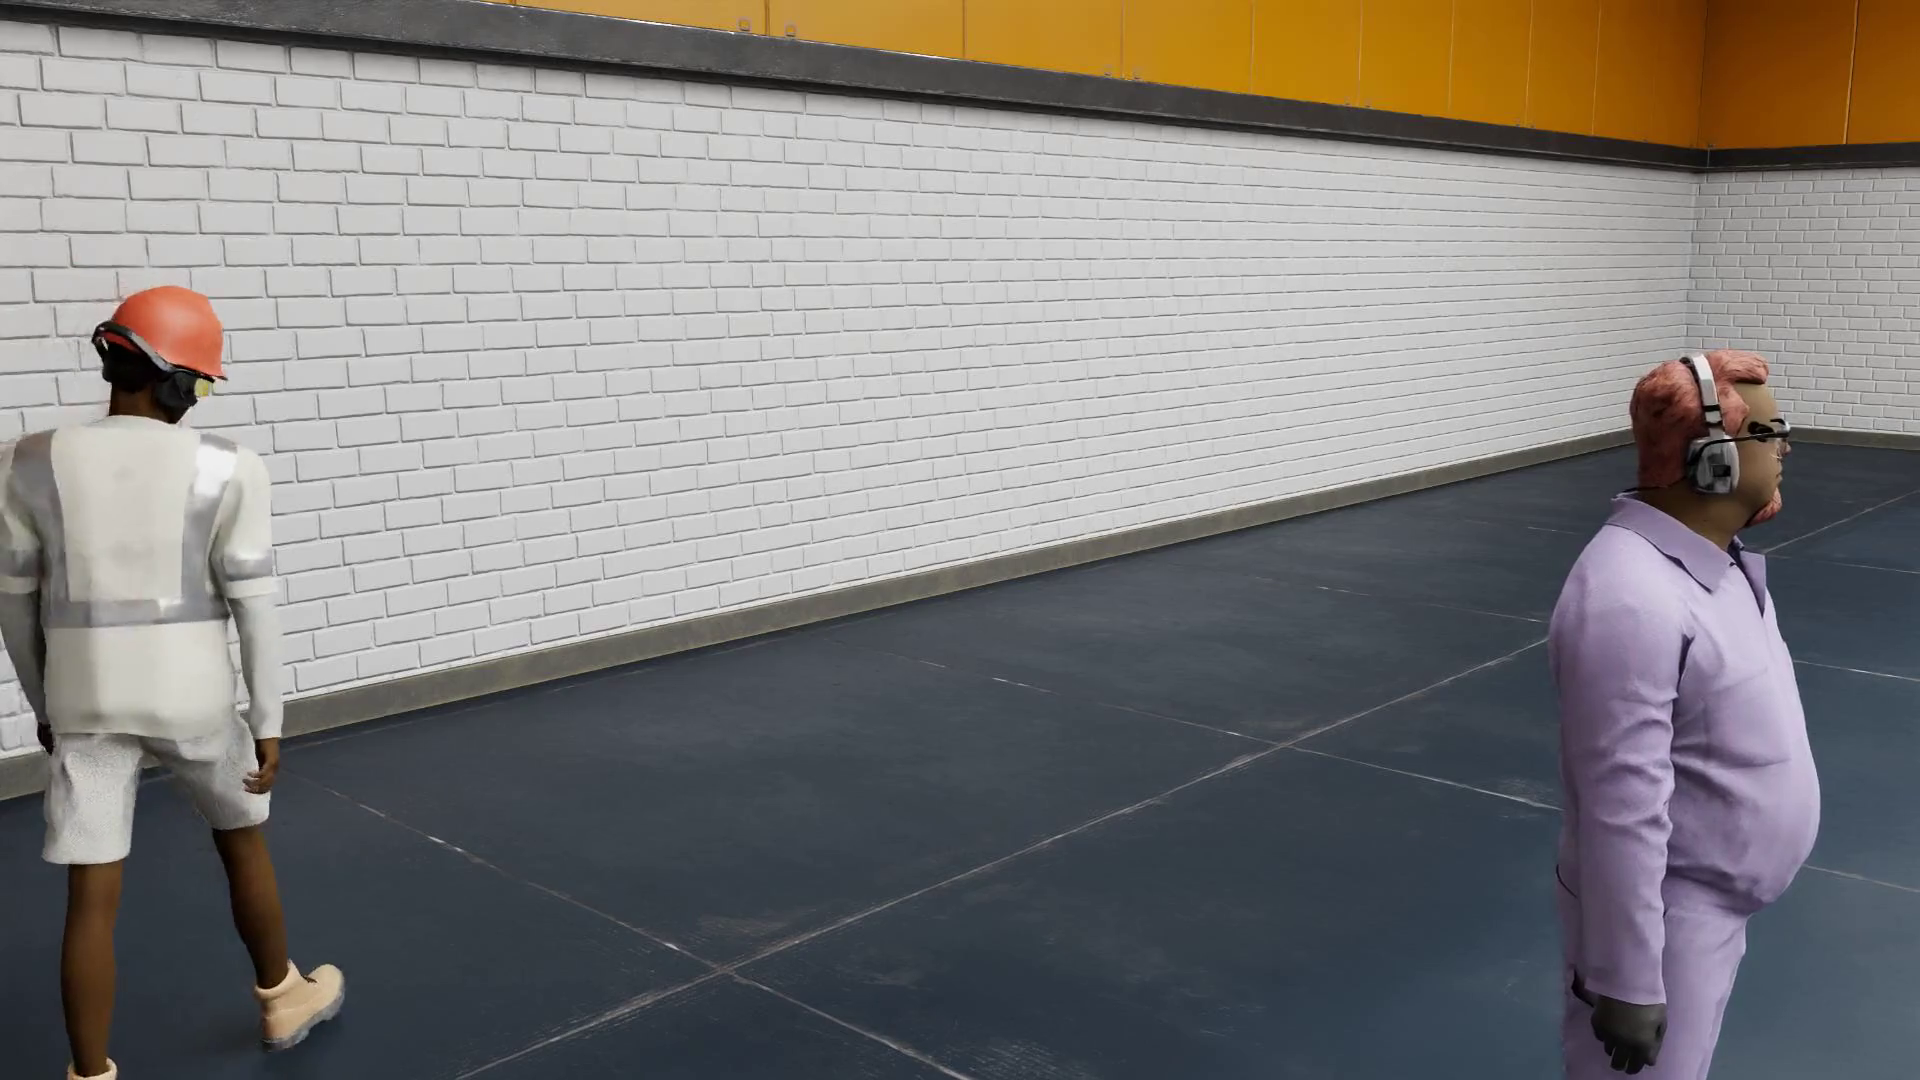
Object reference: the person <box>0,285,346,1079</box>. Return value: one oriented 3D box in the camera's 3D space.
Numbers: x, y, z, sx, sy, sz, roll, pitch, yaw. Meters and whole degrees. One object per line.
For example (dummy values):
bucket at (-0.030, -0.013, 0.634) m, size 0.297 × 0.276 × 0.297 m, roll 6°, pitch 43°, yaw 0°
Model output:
person at (-1.940, 0.400, 4.001) m, size 0.654 × 1.986 × 0.792 m, roll -3°, pitch 10°, yaw -17°

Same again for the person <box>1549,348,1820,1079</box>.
person at (1.212, 0.636, 2.824) m, size 0.409 × 1.912 × 0.651 m, roll 6°, pitch 12°, yaw 32°
